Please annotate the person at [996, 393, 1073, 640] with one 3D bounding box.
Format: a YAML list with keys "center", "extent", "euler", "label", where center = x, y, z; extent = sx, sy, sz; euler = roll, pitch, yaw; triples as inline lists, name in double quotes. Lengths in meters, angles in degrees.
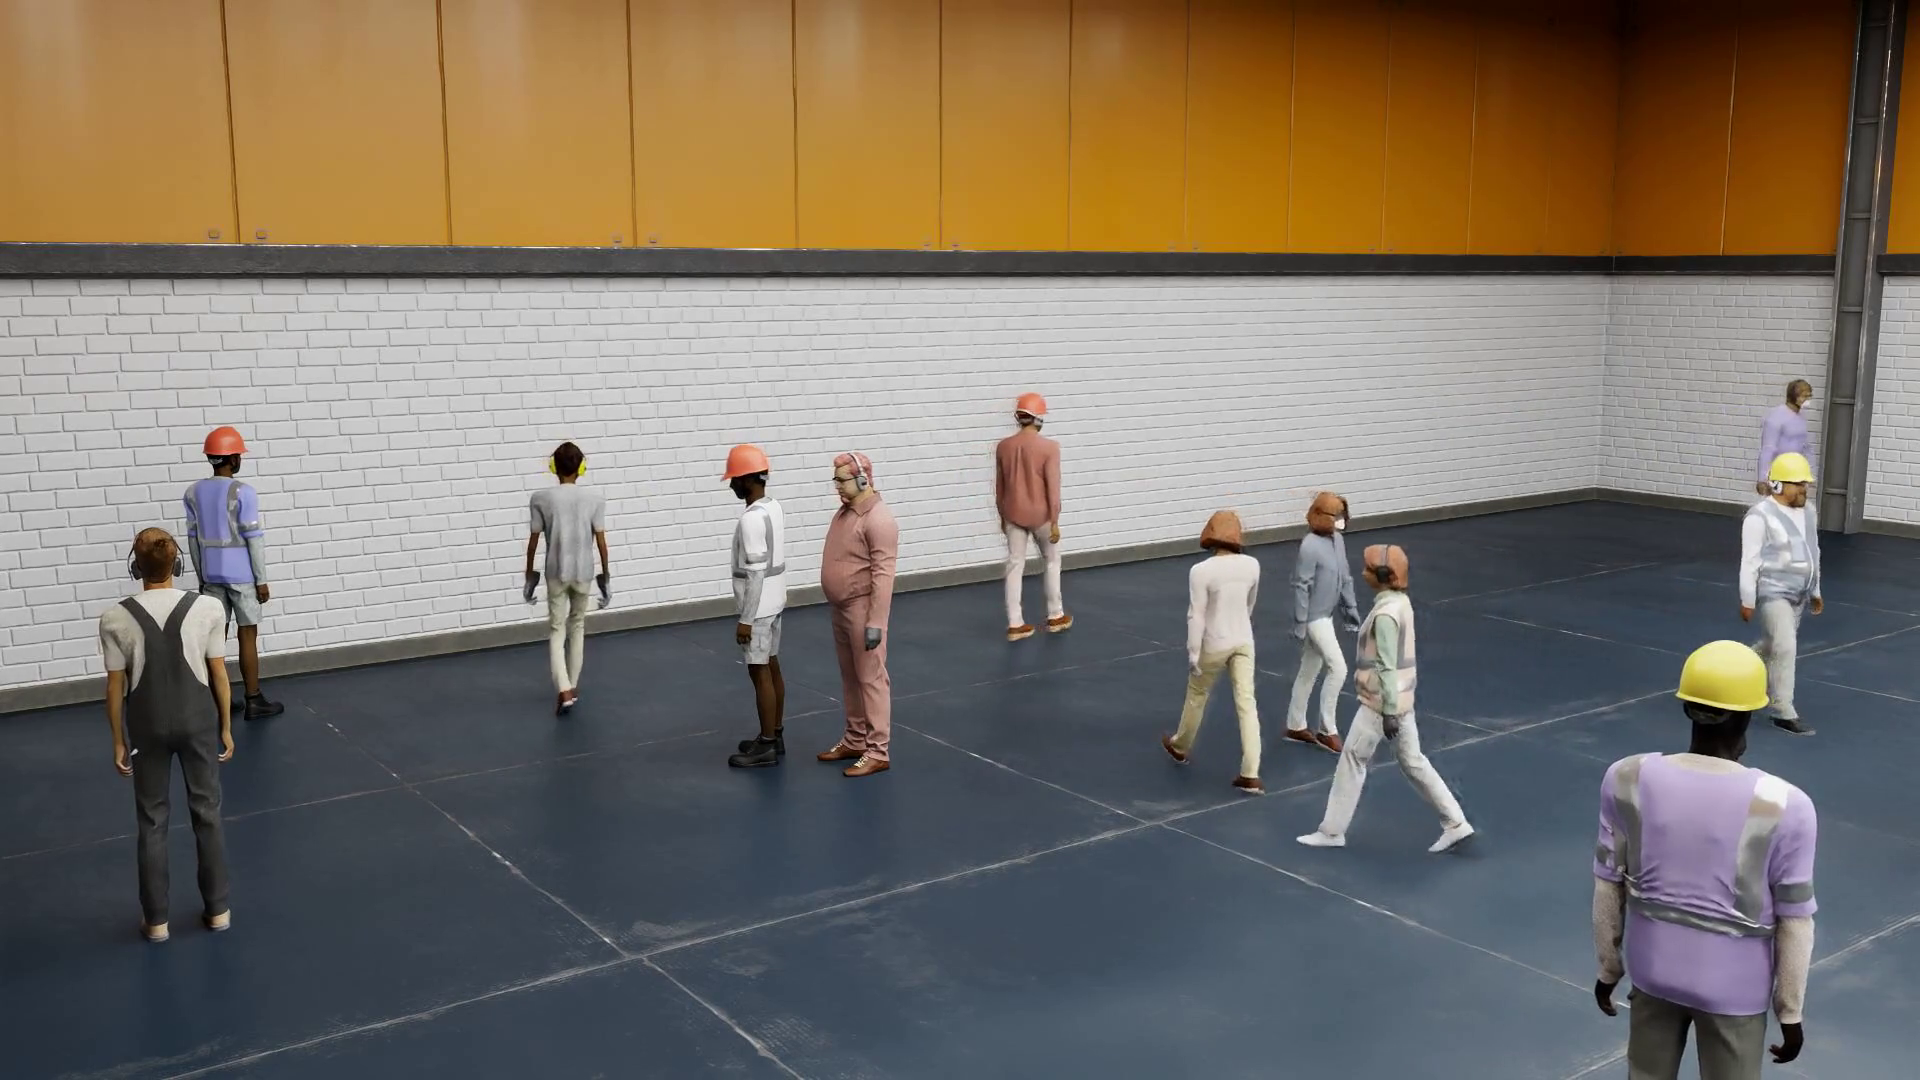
- center: [0.619, -0.207, 13.472]
  extent: [0.654, 1.964, 0.850]
  euler: [6, 11, 32]
  label: "person"

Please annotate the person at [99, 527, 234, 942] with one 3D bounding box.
- center: [-3.487, 0.855, 7.360]
  extent: [0.501, 1.839, 0.342]
  euler: [-4, 10, -24]
  label: "person"

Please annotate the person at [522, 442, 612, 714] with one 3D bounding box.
- center: [-2.647, 0.247, 11.185]
  extent: [0.578, 1.811, 0.769]
  euler: [-3, 10, -18]
  label: "person"

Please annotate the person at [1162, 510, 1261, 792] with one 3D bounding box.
- center: [1.495, 0.616, 9.613]
  extent: [0.505, 1.570, 0.915]
  euler: [-4, 10, -22]
  label: "person"

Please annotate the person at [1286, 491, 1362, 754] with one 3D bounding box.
- center: [2.279, 0.501, 10.211]
  extent: [0.607, 1.607, 0.514]
  euler: [5, 11, 29]
  label: "person"

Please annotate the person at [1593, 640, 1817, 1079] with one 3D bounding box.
- center: [2.098, 1.233, 4.724]
  extent: [0.586, 1.928, 0.380]
  euler: [8, 12, 42]
  label: "person"

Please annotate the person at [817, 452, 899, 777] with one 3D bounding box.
- center: [-0.614, 0.428, 9.779]
  extent: [0.409, 1.903, 0.639]
  euler: [-5, 10, -27]
  label: "person"

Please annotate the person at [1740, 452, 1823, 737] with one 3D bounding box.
- center: [5.267, 0.312, 10.803]
  extent: [0.596, 1.805, 0.804]
  euler: [-5, 11, -30]
  label: "person"

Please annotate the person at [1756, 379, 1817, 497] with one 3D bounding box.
- center: [8.023, -0.605, 16.115]
  extent: [0.673, 1.904, 0.712]
  euler: [-8, 12, -40]
  label: "person"

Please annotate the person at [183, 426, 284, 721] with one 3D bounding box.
- center: [-4.780, 0.222, 10.928]
  extent: [0.543, 1.939, 0.360]
  euler: [2, 10, 15]
  label: "person"

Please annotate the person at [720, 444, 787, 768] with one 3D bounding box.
- center: [-1.225, 0.392, 9.903]
  extent: [0.370, 1.932, 0.543]
  euler: [1, 9, 7]
  label: "person"

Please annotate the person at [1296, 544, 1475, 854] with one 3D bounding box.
- center: [2.189, 0.808, 8.380]
  extent: [0.852, 1.606, 0.524]
  euler: [4, 10, 24]
  label: "person"
